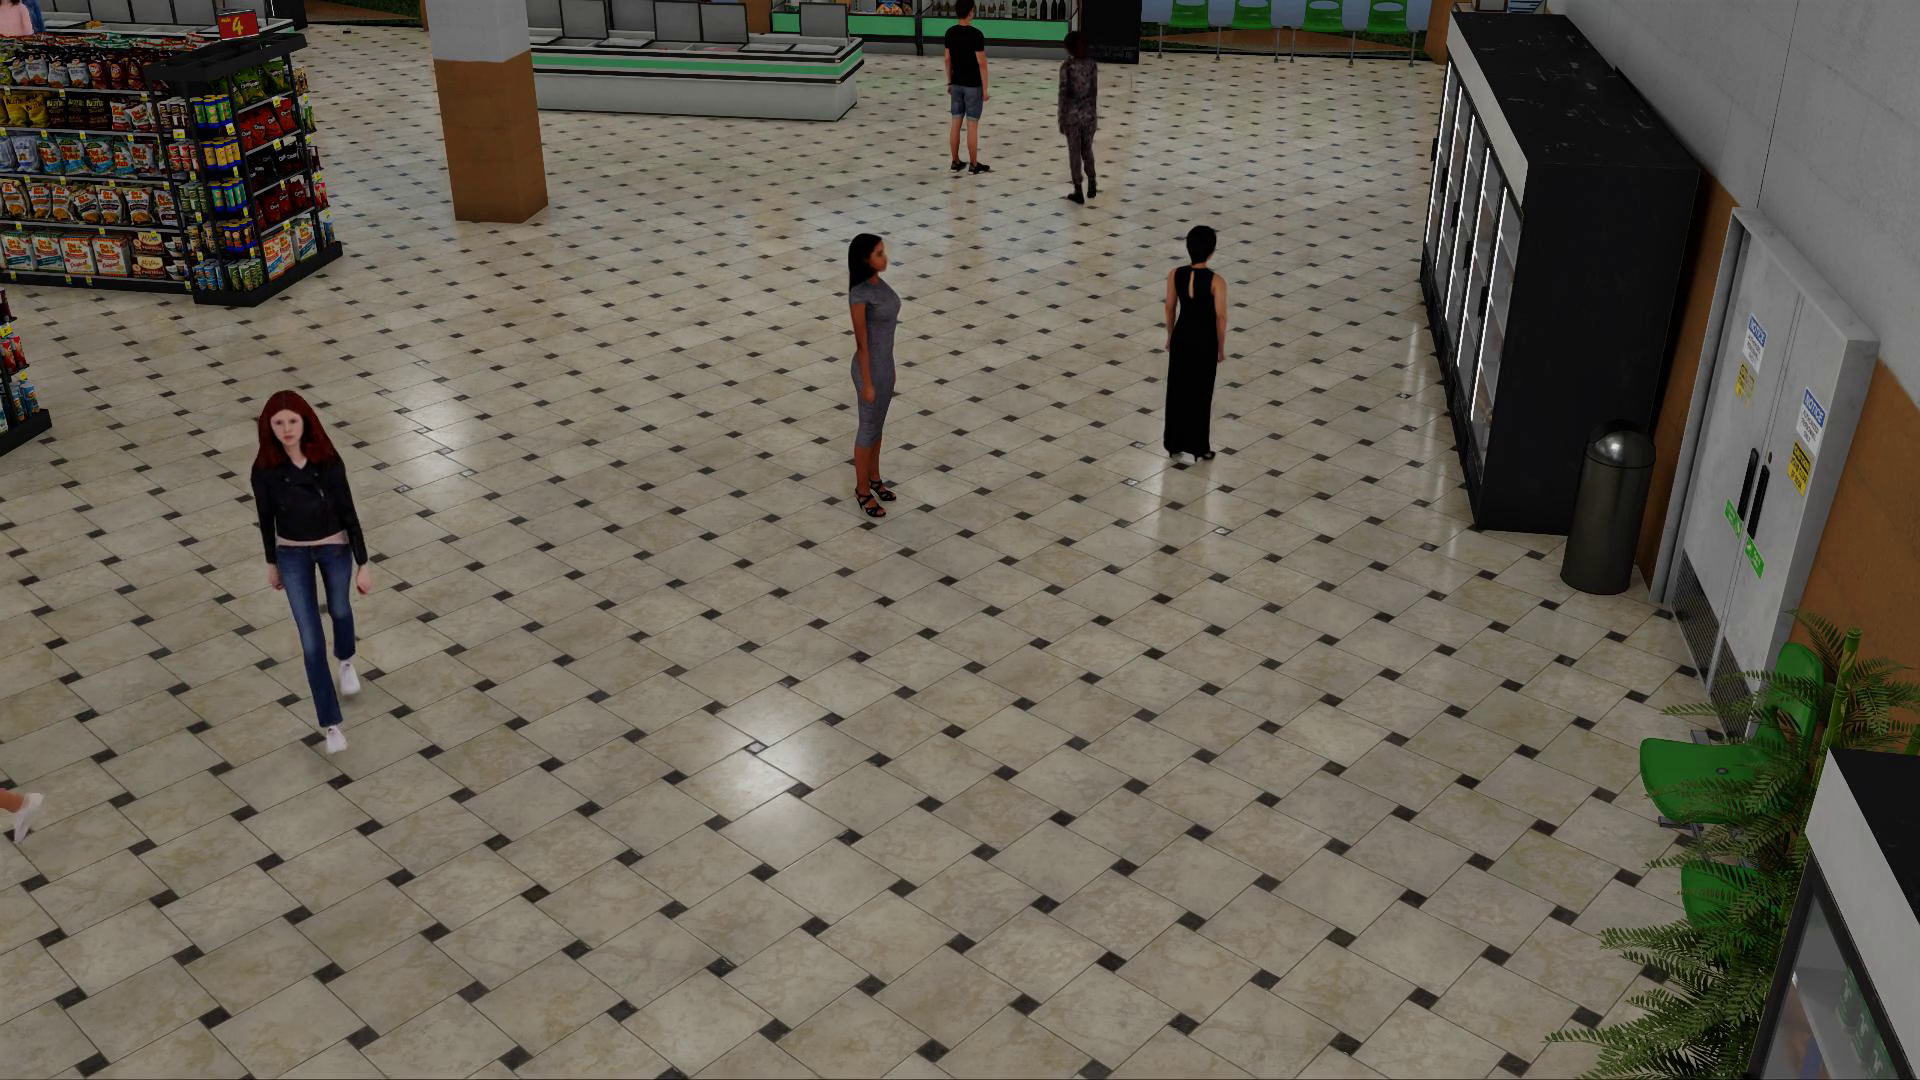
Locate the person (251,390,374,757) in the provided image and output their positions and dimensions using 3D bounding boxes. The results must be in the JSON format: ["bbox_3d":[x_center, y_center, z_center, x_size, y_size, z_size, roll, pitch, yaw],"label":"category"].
[{"bbox_3d":[-3.132,0.100,8.127,1.220,1.730,1.112,-10,29,-20],"label":"person"}]

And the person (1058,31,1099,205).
[{"bbox_3d":[1.232,-4.196,16.633,0.764,1.698,0.811,-8,28,-16],"label":"person"}]

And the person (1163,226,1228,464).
[{"bbox_3d":[1.540,-1.285,10.998,0.567,1.603,0.706,15,31,27],"label":"person"}]

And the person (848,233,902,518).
[{"bbox_3d":[-0.545,-1.021,10.281,0.552,1.781,0.607,8,28,16],"label":"person"}]

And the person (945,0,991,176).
[{"bbox_3d":[0.058,-4.854,17.767,0.640,1.846,0.797,16,31,29],"label":"person"}]
